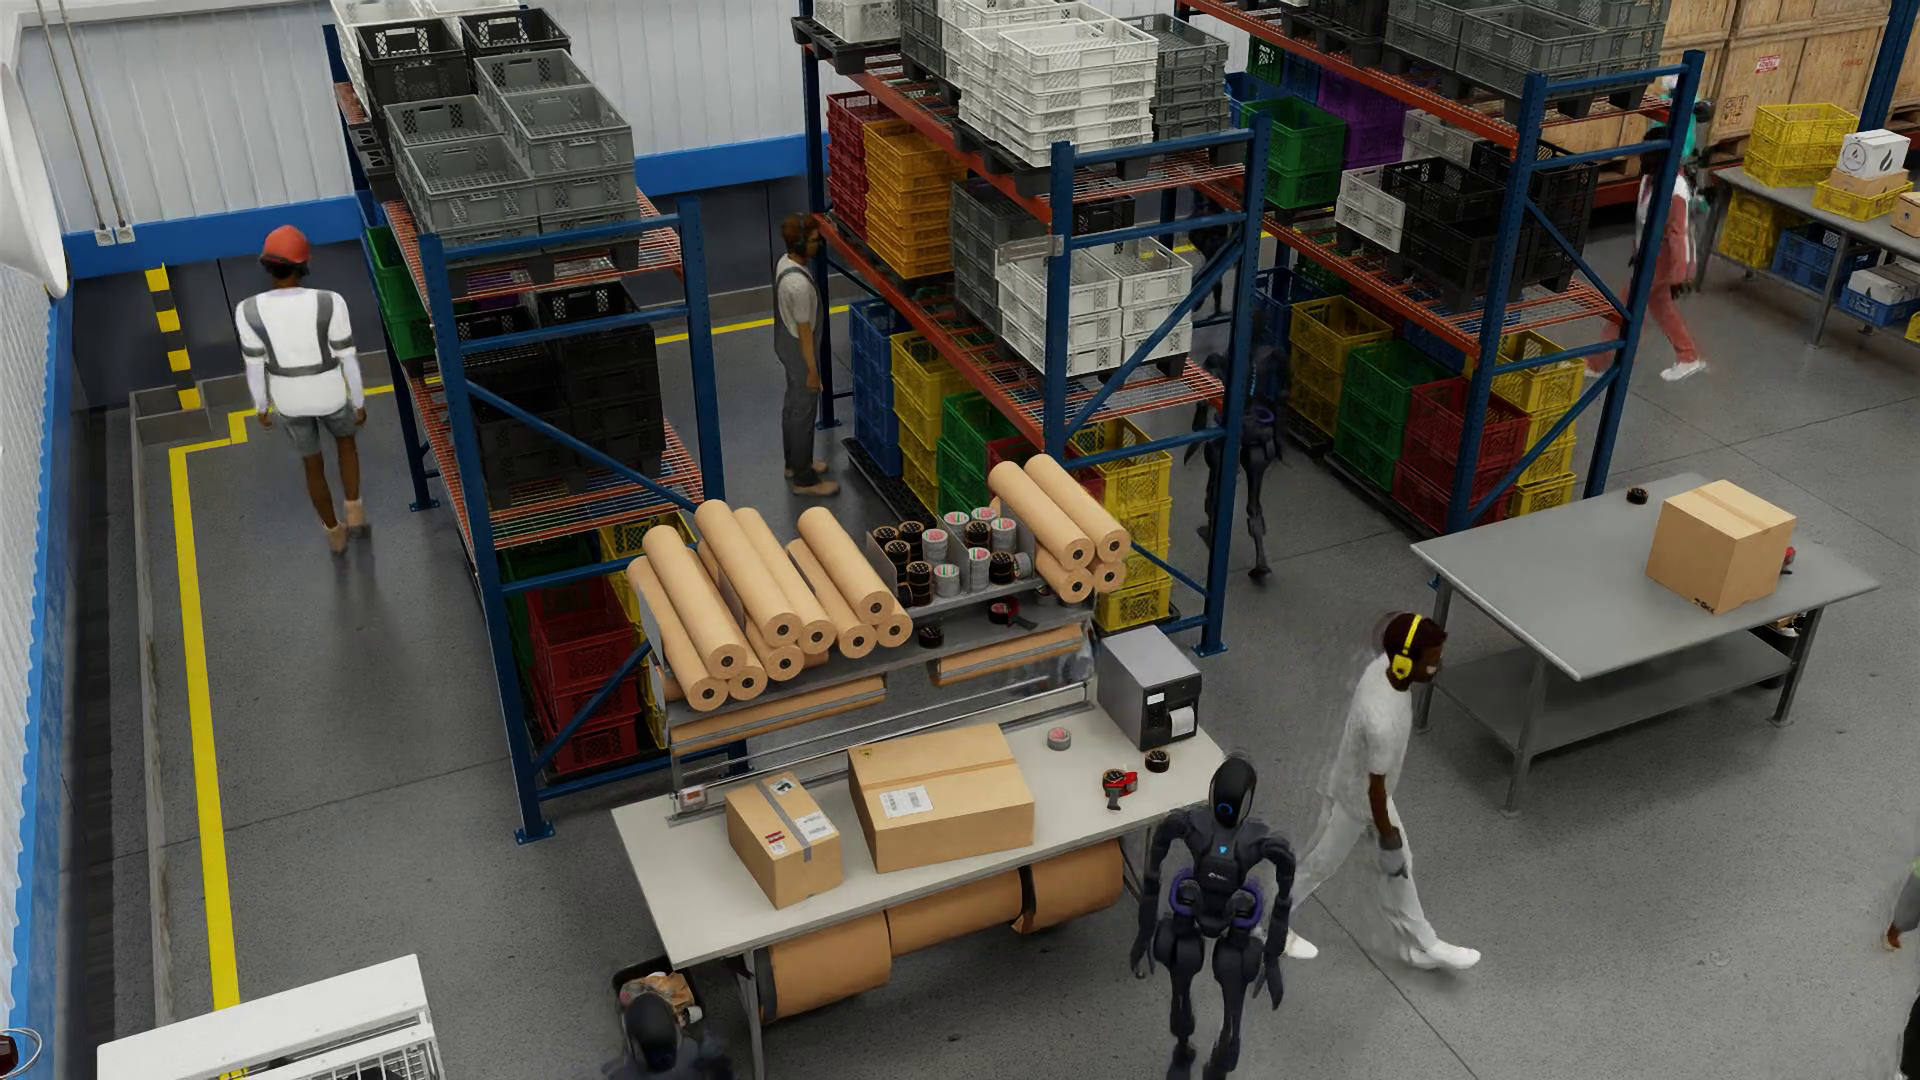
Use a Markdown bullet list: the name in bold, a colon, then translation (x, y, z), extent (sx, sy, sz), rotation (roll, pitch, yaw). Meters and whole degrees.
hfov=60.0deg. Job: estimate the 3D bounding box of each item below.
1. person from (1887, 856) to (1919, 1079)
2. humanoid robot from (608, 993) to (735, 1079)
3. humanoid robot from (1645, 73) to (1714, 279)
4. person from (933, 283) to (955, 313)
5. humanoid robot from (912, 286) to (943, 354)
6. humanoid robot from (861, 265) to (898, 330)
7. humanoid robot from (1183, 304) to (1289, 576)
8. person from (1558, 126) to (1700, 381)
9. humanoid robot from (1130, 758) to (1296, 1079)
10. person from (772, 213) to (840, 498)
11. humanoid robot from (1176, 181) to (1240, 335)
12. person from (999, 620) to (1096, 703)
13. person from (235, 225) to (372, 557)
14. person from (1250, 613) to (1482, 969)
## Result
- **person**: translation (3.782, 1.482, 6.077), extent (0.716, 1.824, 0.613), rotation (-18, 36, -27)
- **humanoid robot**: translation (-1.005, 2.007, 5.379), extent (0.608, 1.628, 0.615), rotation (-21, 37, -30)
- **humanoid robot**: translation (5.854, -2.903, 13.309), extent (0.971, 1.753, 0.605), rotation (-19, 37, -28)
- **person**: translation (-0.045, -1.959, 11.689), extent (0.559, 1.806, 0.654), rotation (19, 36, 27)
- **humanoid robot**: translation (-0.159, -2.074, 11.937), extent (0.930, 1.750, 0.541), rotation (-18, 36, -27)
- **humanoid robot**: translation (-0.512, -2.118, 12.054), extent (0.659, 1.847, 0.536), rotation (11, 33, 18)
- **humanoid robot**: translation (1.621, -0.567, 9.585), extent (0.591, 1.640, 0.735), rotation (-7, 32, -11)
- **person**: translation (4.906, -1.973, 11.671), extent (0.976, 1.855, 0.650), rotation (6, 32, 10)
- **humanoid robot**: translation (0.924, 1.499, 6.190), extent (0.587, 1.647, 0.456), rotation (8, 33, 13)
- **person**: translation (-0.977, -1.137, 10.314), extent (0.327, 1.842, 0.513), rotation (-10, 33, -16)
- **humanoid robot**: translation (1.859, -2.319, 12.440), extent (0.773, 1.637, 0.609), rotation (-16, 35, -25)
- **person**: translation (0.460, 0.476, 7.838), extent (0.928, 1.688, 0.483), rotation (21, 37, 30)
- **person**: translation (-3.788, -0.844, 9.677), extent (0.625, 2.013, 0.485), rotation (-10, 33, -15)
- **person**: translation (1.717, 1.062, 6.770), extent (0.989, 1.811, 0.572), rotation (12, 34, 19)
